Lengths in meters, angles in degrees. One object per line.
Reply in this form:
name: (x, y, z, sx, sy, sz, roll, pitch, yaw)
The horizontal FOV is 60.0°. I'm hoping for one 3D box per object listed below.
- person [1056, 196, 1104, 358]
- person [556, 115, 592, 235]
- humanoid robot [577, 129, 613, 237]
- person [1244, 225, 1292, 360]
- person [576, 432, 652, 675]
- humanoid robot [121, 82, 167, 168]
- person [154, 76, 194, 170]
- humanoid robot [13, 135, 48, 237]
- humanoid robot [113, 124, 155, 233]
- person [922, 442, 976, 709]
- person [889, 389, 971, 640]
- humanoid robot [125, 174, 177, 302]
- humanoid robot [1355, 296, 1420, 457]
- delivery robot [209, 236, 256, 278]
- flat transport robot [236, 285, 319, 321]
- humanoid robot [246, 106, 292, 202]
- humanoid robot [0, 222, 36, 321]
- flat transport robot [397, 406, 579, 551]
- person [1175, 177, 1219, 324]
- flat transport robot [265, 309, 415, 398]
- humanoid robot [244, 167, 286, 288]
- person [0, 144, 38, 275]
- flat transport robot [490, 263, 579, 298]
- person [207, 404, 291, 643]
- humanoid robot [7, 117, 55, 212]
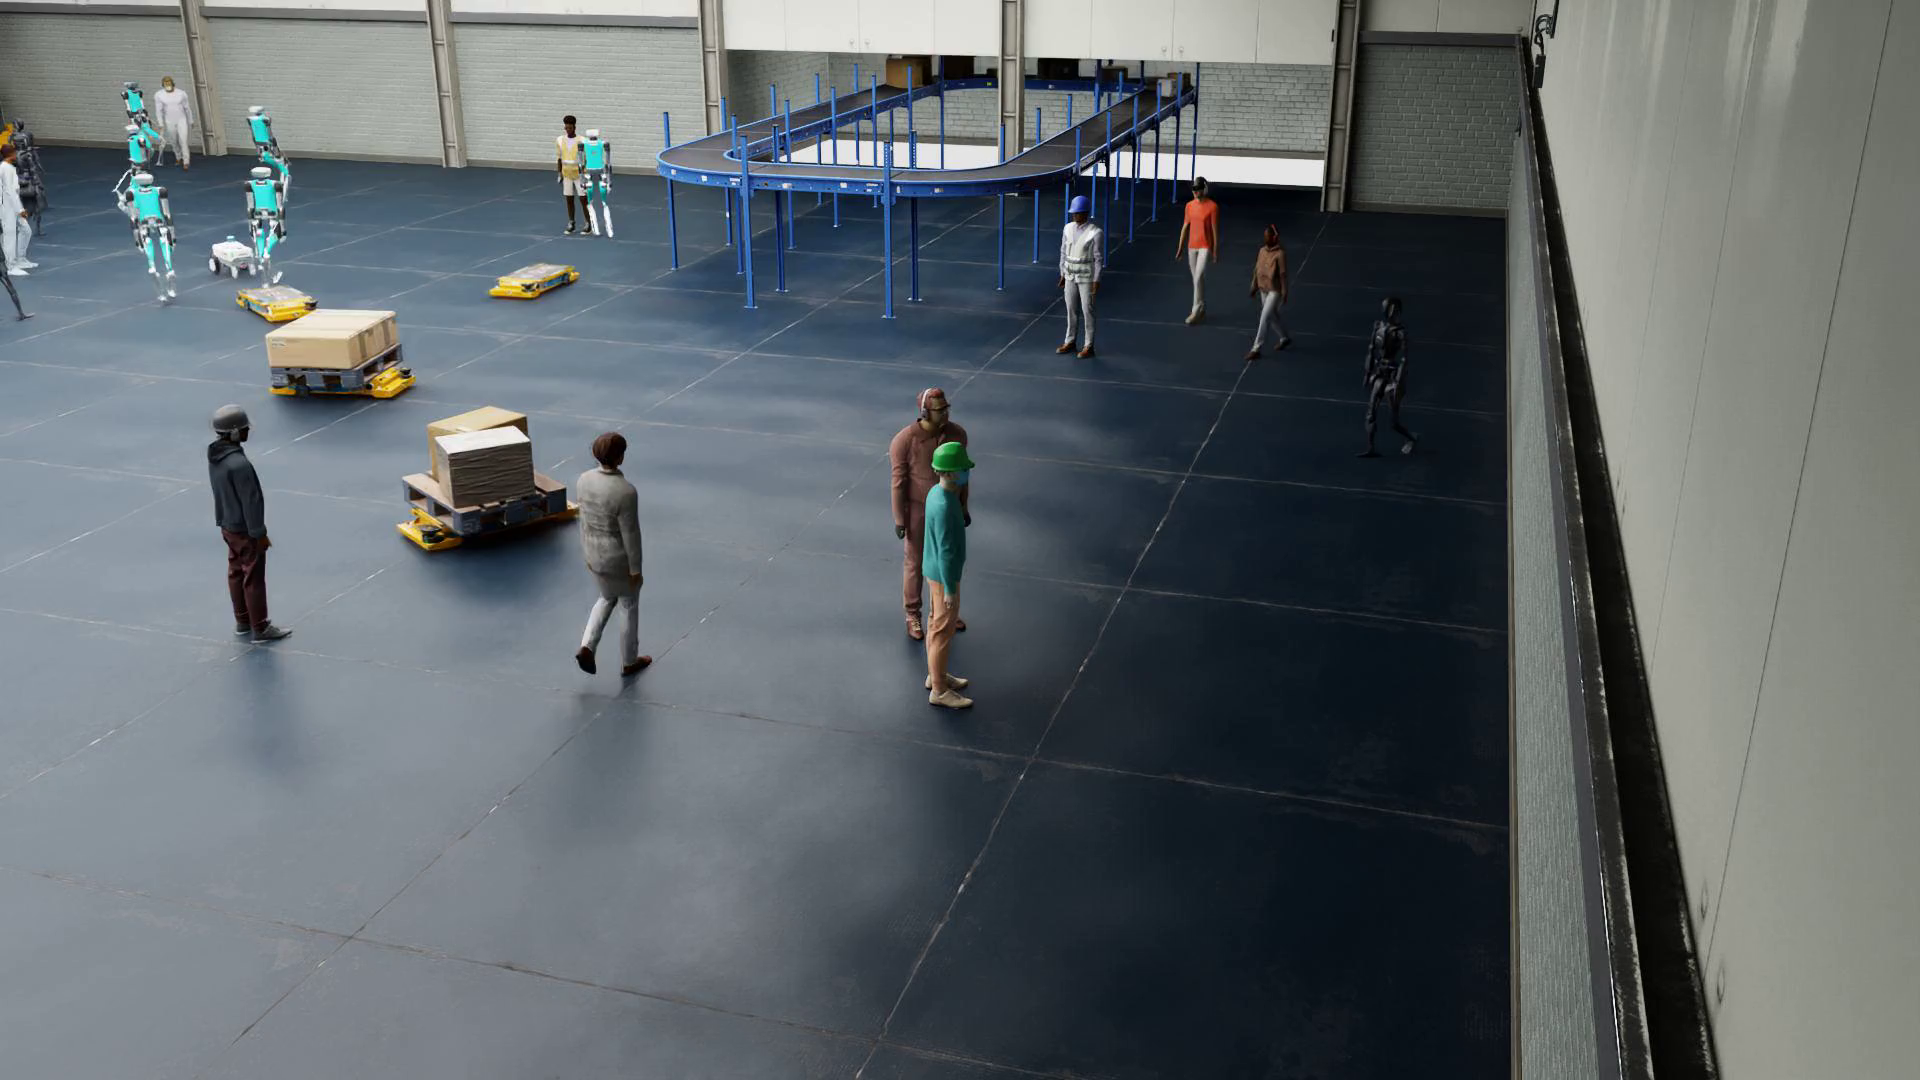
person: (1.450, -3.178, 20.088, 0.617, 1.945, 0.392, 18, 28, 39)
person: (-6.368, -6.035, 27.493, 0.605, 1.960, 0.369, 6, 22, 14)
humanoid robot: (-5.978, -5.873, 27.343, 0.543, 1.776, 0.689, -4, 21, -11)
person: (3.792, -3.033, 20.174, 0.864, 1.609, 0.479, -13, 25, -31)
person: (-2.463, 0.136, 11.665, 0.519, 1.818, 0.544, 10, 23, 24)
humanoid robot: (-16.694, -8.496, 34.243, 0.838, 1.813, 0.554, 5, 22, 12)
person: (-16.220, -8.648, 34.385, 0.651, 1.880, 1.015, -7, 22, -17)
humanoid robot: (-15.365, -5.800, 27.268, 0.609, 1.632, 0.466, 12, 24, 28)
humanoid robot: (-13.757, -5.943, 27.562, 0.541, 1.809, 0.675, 19, 28, 41)
person: (-0.077, 0.227, 11.358, 0.362, 1.872, 0.529, -1, 21, -4)
person: (-0.198, -0.203, 12.423, 0.650, 1.910, 0.412, -12, 24, -28)
humanoid robot: (-10.944, -4.074, 22.608, 0.538, 1.707, 0.761, -10, 23, -24)
humanoid robot: (4.284, -1.619, 16.439, 0.631, 1.637, 0.586, -10, 23, -25)
delivery robot: (-10.794, -4.198, 24.692, 0.814, 0.611, 0.499, 20, 28, 41)
flat transport robot: (-9.230, -3.205, 22.492, 0.659, 0.231, 1.431, -17, 27, -36)
humanoid robot: (-12.570, -7.082, 30.557, 0.536, 1.795, 0.801, 10, 23, 24)
humanoid robot: (-12.626, -3.676, 21.792, 0.591, 1.638, 0.628, 19, 28, 40)
flat transport robot: (-4.176, -0.222, 14.754, 1.431, 0.231, 0.659, -17, 27, -37)
person: (3.056, -3.771, 21.707, 0.519, 1.888, 0.769, 18, 27, 39)
flat transport robot: (-7.004, -1.801, 18.848, 1.431, 0.231, 0.659, 2, 21, 5)
humanoid robot: (-9.778, -4.313, 23.341, 0.541, 1.728, 1.028, 0, 21, 0)
person: (-14.074, -4.897, 24.673, 0.502, 1.868, 0.677, -9, 23, -23)
flat transport robot: (-6.084, -3.718, 23.820, 0.659, 0.231, 1.431, 6, 22, 14)
person: (-5.314, -0.124, 12.359, 0.554, 1.808, 0.377, 18, 28, 39)
humanoid robot: (-16.544, -6.652, 29.491, 0.613, 1.637, 0.616, 7, 22, 19)
